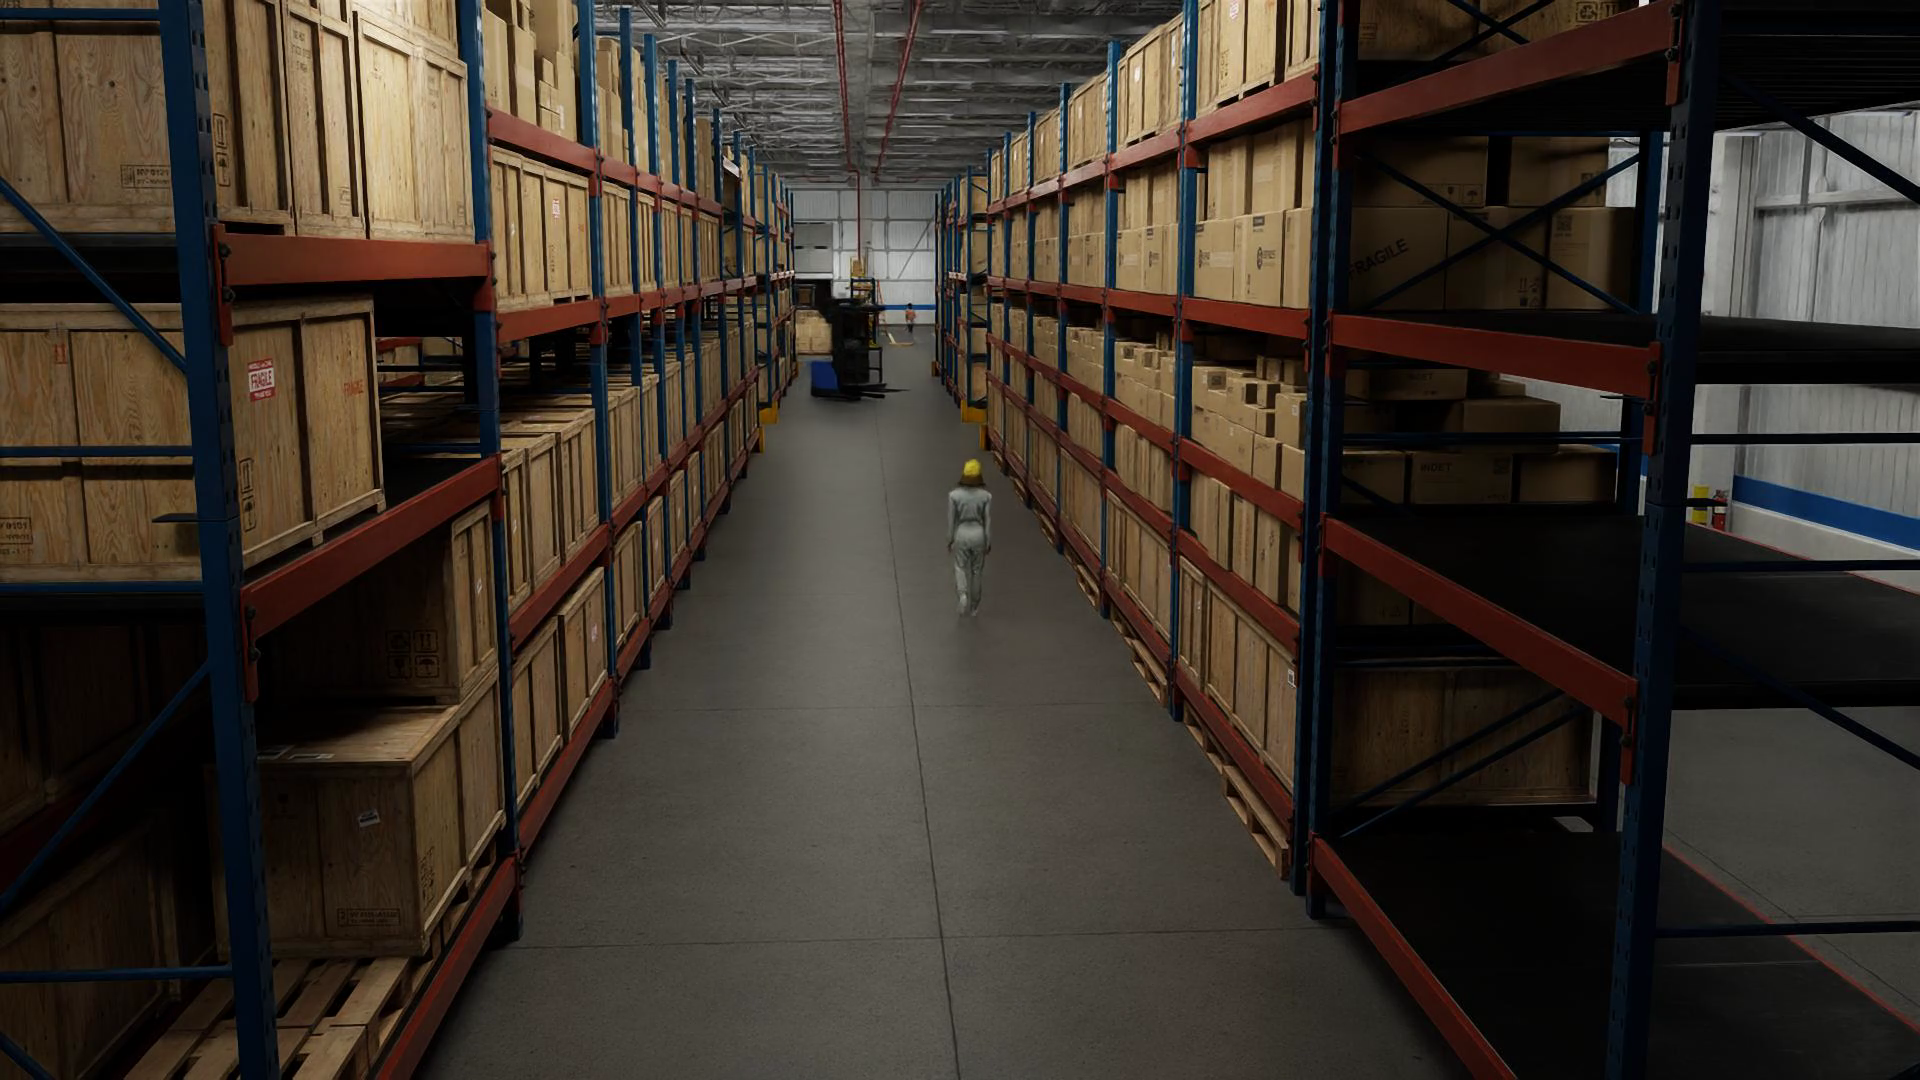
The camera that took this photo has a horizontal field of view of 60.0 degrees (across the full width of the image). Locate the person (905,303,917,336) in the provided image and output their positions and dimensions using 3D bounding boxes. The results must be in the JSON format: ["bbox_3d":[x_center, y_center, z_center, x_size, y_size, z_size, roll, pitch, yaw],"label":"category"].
[{"bbox_3d":[-2.545,-11.510,86.812,0.560,1.677,0.545,-4,10,-23],"label":"person"}]

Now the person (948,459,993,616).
[{"bbox_3d":[0.116,-0.010,17.955,0.496,1.725,0.440,0,10,2],"label":"person"}]

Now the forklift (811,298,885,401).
[{"bbox_3d":[-3.167,-5.330,46.307,1.873,2.768,1.129,8,12,39],"label":"forklift"}]

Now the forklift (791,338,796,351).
[{"bbox_3d":[-6.919,-7.567,59.667,1.873,2.768,1.129,-5,11,-27],"label":"forklift"}]

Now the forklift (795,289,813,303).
[{"bbox_3d":[-7.263,-10.517,77.288,1.129,2.768,1.873,-2,10,-10],"label":"forklift"}]
